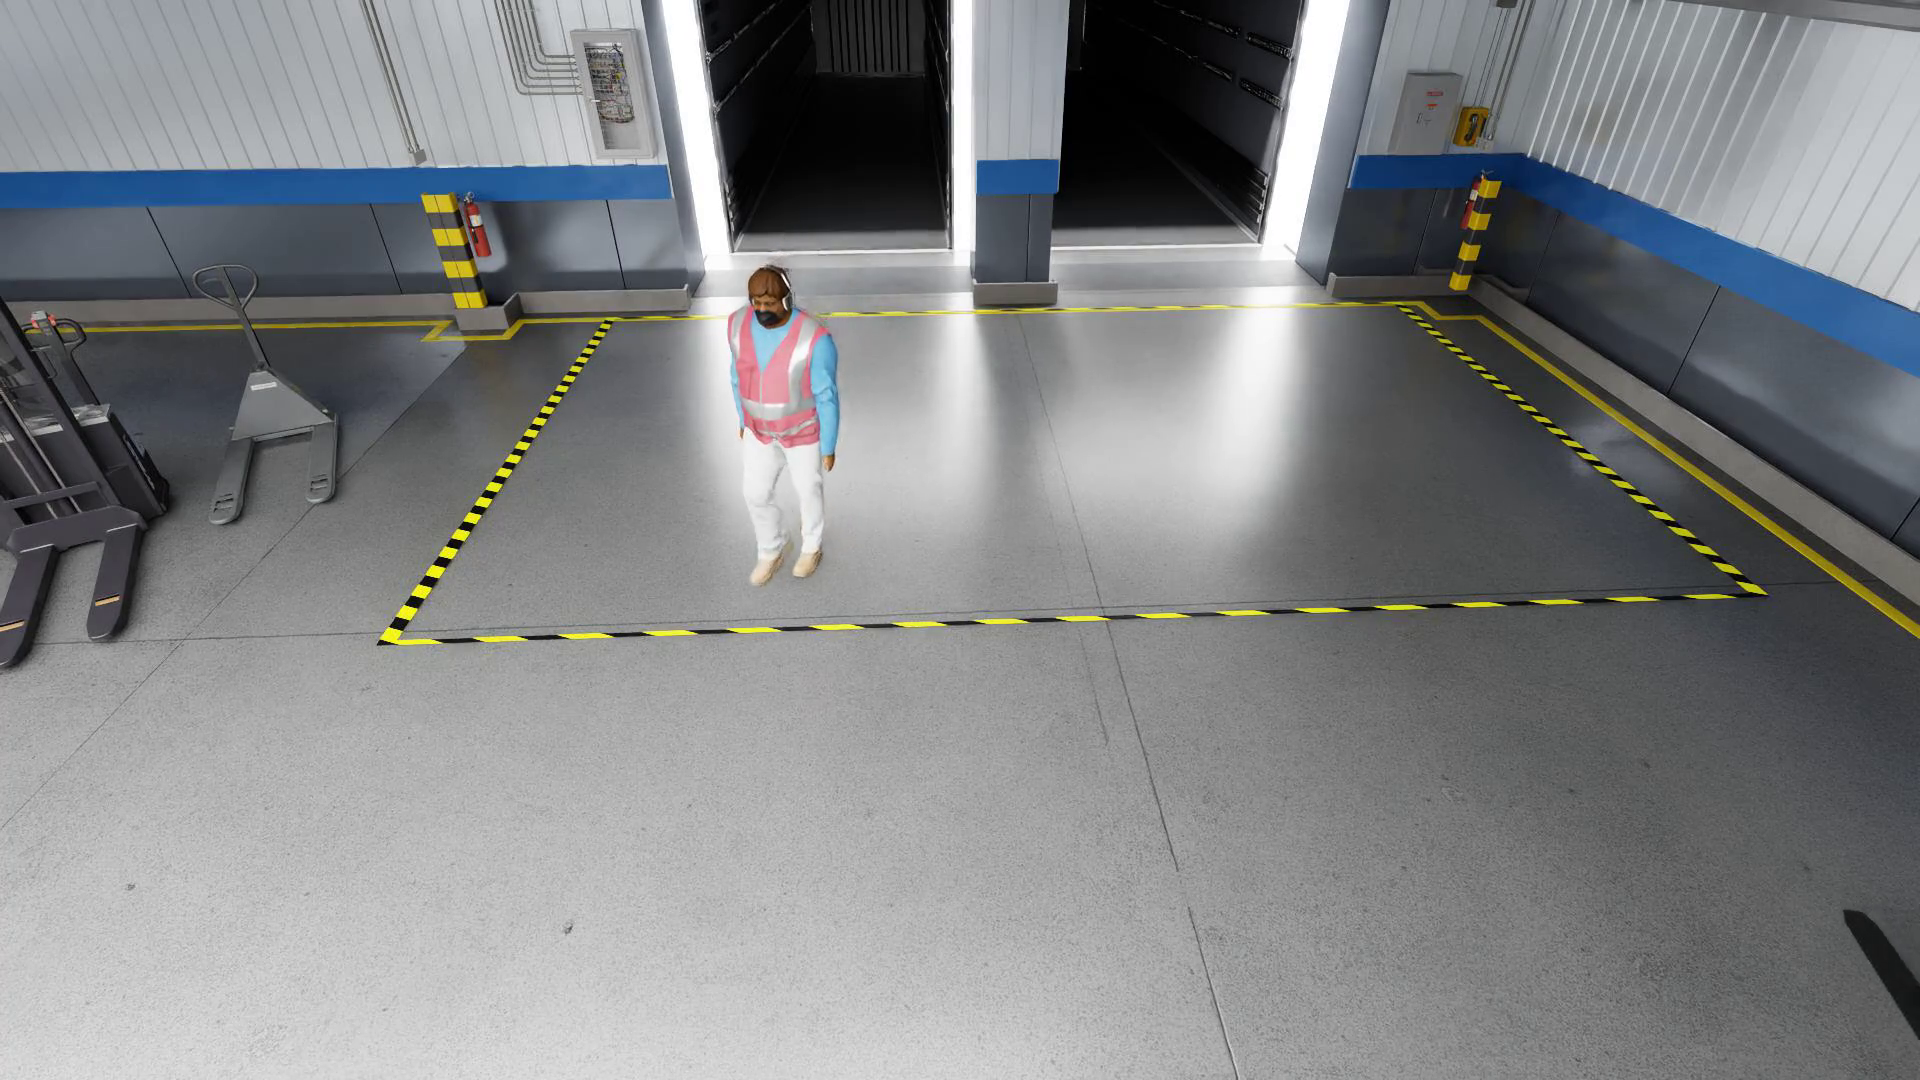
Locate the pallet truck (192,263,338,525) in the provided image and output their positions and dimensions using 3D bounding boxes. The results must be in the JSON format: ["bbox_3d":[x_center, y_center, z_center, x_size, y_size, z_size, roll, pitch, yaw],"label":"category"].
[{"bbox_3d":[-4.778,-1.027,6.128,0.680,1.201,1.601,-17,38,-23],"label":"pallet truck"}]

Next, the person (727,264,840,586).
[{"bbox_3d":[-0.951,-0.565,4.942,0.660,1.830,0.535,10,36,14],"label":"person"}]

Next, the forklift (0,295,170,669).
[{"bbox_3d":[-5.212,-0.618,4.878,0.823,1.965,1.885,-20,39,-26],"label":"forklift"}]
